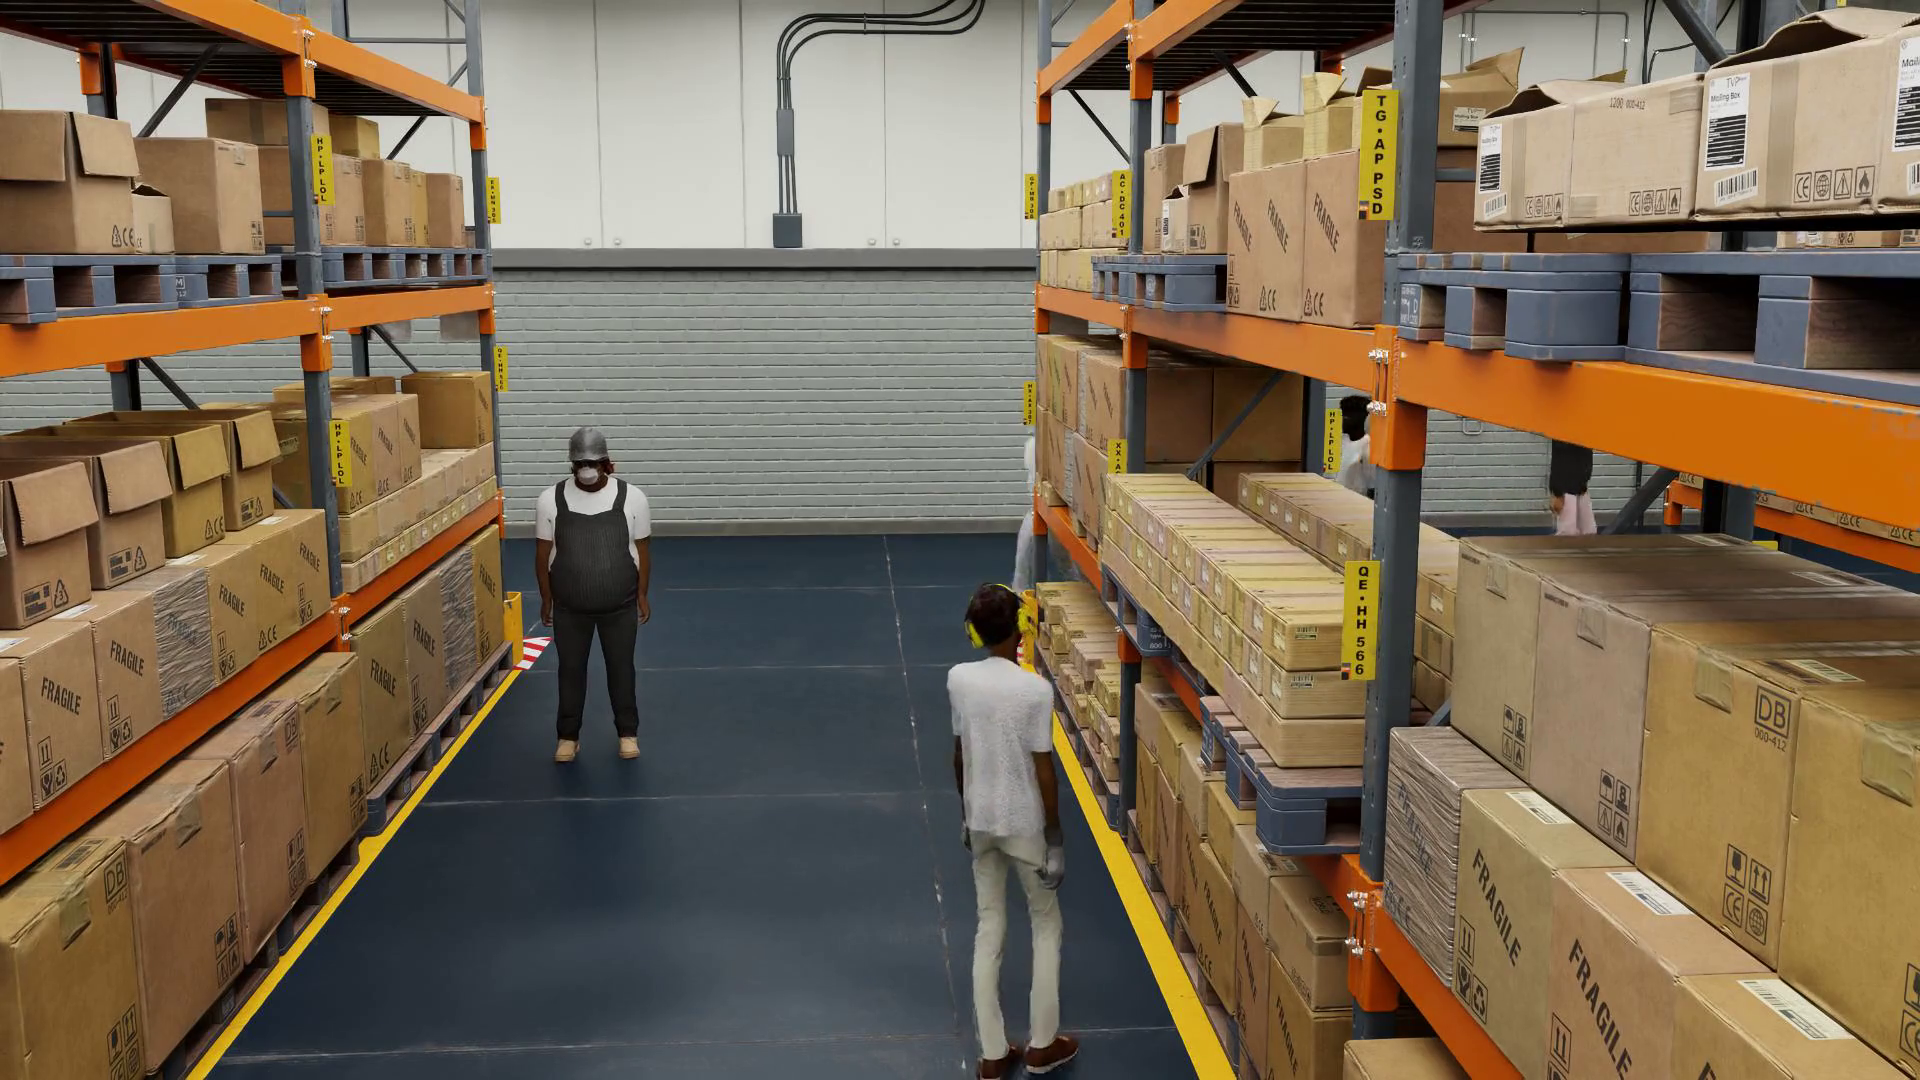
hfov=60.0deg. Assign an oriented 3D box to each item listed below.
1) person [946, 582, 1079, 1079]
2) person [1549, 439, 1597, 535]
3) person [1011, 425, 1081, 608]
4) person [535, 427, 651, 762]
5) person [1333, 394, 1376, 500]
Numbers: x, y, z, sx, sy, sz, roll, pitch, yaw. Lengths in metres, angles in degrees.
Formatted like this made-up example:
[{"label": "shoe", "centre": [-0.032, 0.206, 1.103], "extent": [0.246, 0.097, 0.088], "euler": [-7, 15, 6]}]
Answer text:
[{"label": "person", "centre": [0.171, 1.080, 6.203], "extent": [0.559, 1.832, 0.514], "euler": [6, 12, 33]}, {"label": "person", "centre": [5.424, -0.454, 14.791], "extent": [0.469, 1.977, 0.638], "euler": [8, 13, 40]}, {"label": "person", "centre": [0.612, -0.157, 13.277], "extent": [0.920, 1.897, 0.626], "euler": [-7, 12, -34]}, {"label": "person", "centre": [-2.200, 0.328, 10.011], "extent": [0.690, 2.000, 0.538], "euler": [-2, 10, -10]}, {"label": "person", "centre": [3.242, -0.214, 13.476], "extent": [0.577, 1.948, 0.613], "euler": [-1, 10, -7]}]
